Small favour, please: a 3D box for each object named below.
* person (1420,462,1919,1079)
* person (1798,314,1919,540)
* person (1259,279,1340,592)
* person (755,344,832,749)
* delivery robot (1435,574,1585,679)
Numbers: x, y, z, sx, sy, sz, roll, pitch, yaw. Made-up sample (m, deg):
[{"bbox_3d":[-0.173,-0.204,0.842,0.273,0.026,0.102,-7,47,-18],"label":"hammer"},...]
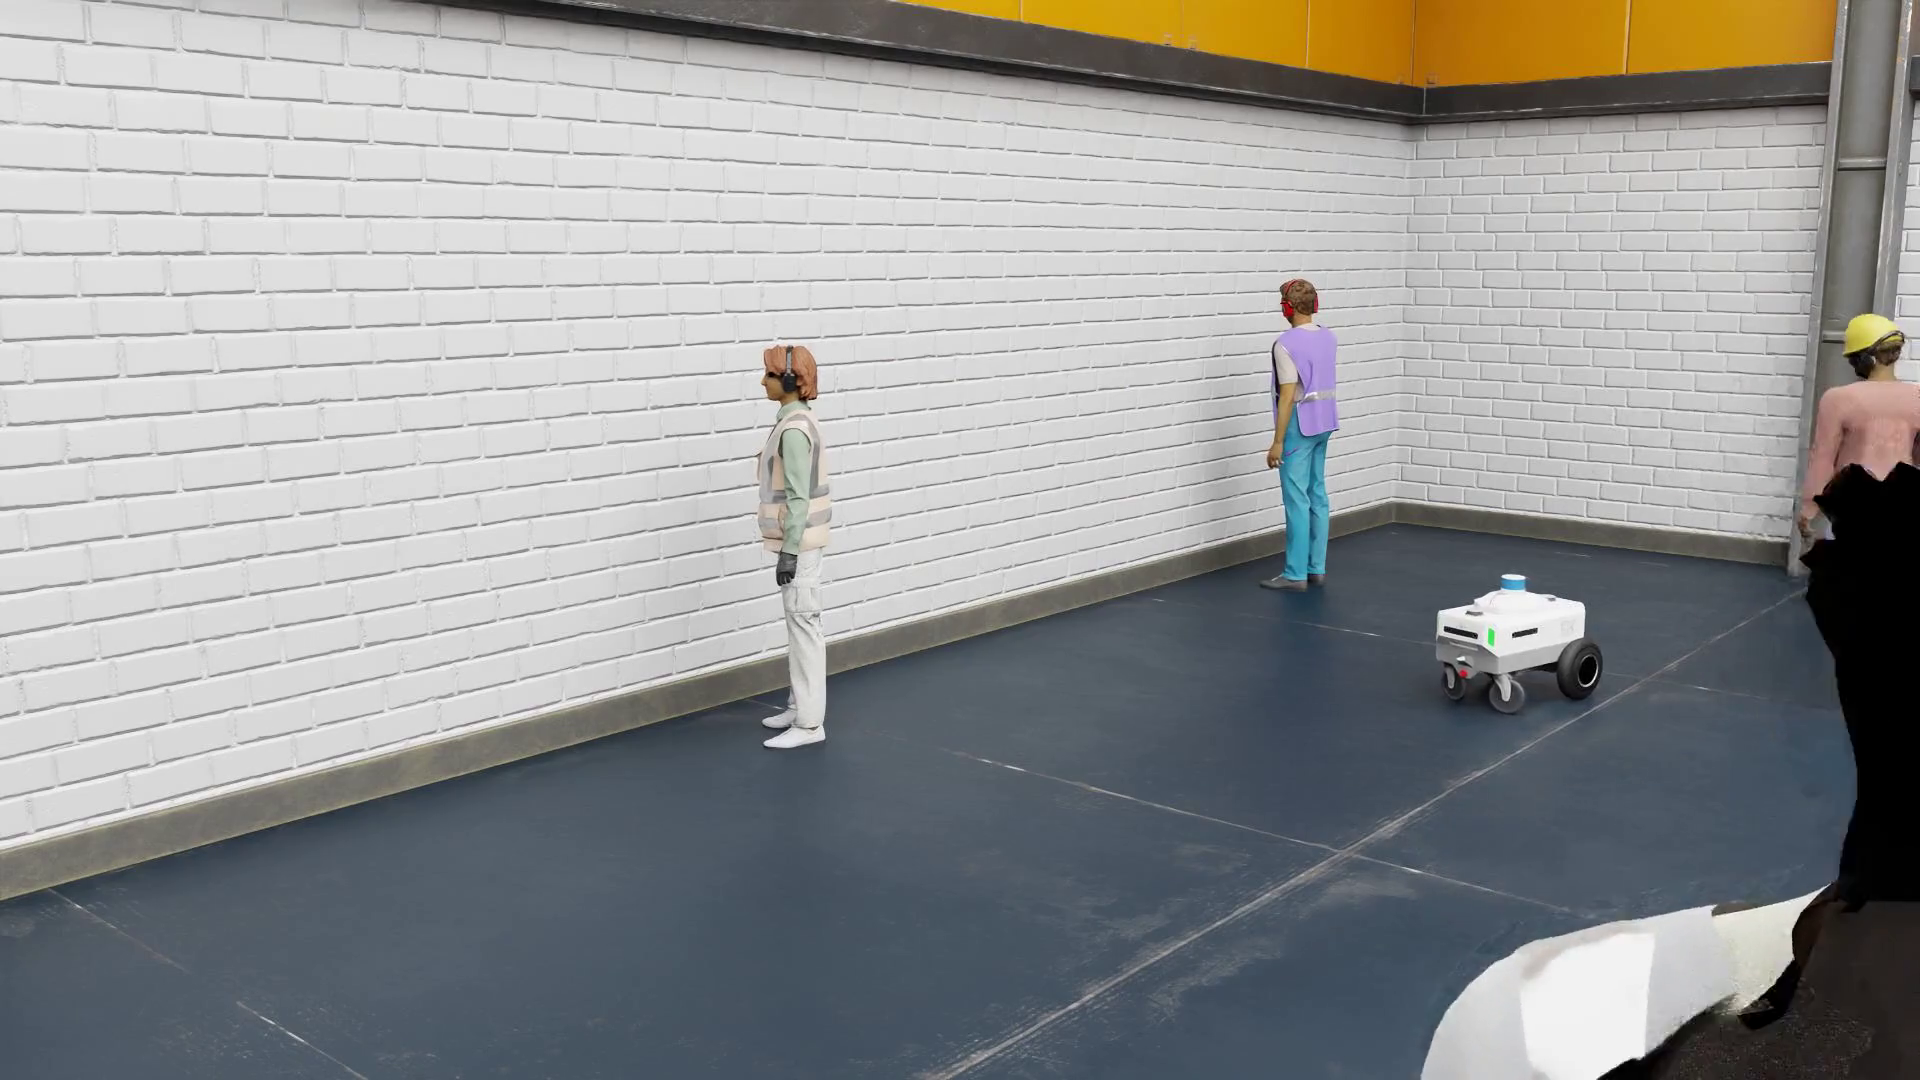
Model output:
[{"bbox_3d":[0.581,0.895,0.988,0.610,1.939,0.797,1,10,5],"label":"person"},{"bbox_3d":[4.056,-0.120,7.327,0.553,1.732,0.626,0,10,1],"label":"person"},{"bbox_3d":[2.022,-0.610,9.826,0.397,1.840,0.564,9,13,42],"label":"person"},{"bbox_3d":[-0.673,0.025,6.780,0.307,1.641,0.512,-1,10,-6],"label":"person"},{"bbox_3d":[2.473,0.399,7.470,0.707,0.478,0.477,-7,12,-34],"label":"delivery robot"}]
